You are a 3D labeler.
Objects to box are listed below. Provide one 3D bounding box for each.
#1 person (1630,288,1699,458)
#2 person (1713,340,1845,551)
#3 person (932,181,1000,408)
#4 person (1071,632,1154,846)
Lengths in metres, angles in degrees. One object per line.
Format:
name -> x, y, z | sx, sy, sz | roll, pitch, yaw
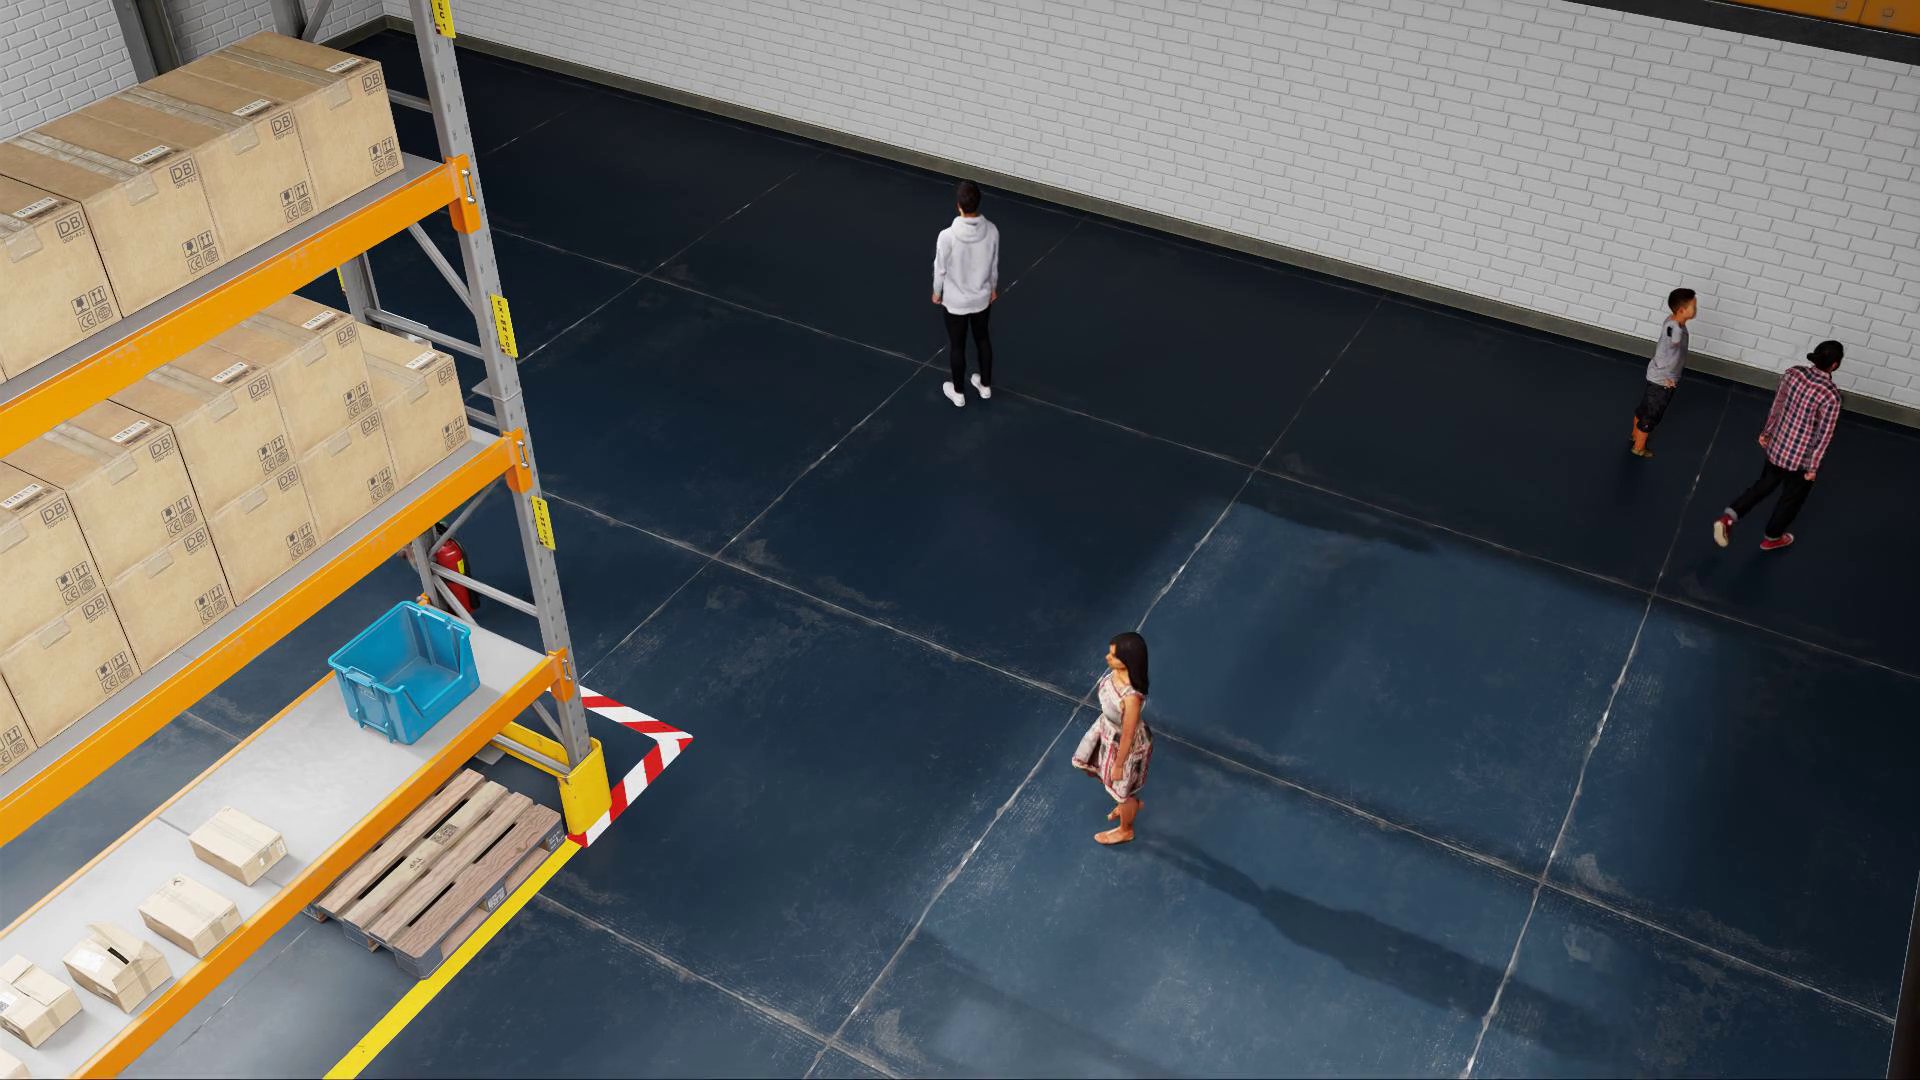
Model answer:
person -> 5.395, -1.327, 12.722 | 0.670, 1.460, 0.511 | 11, 40, 13
person -> 5.765, -0.616, 11.603 | 1.084, 1.744, 0.996 | -14, 41, -17
person -> 0.058, -1.906, 13.073 | 0.800, 1.926, 0.877 | -14, 41, -17
person -> 1.011, 1.141, 9.491 | 0.864, 1.635, 0.804 | -8, 39, -9
